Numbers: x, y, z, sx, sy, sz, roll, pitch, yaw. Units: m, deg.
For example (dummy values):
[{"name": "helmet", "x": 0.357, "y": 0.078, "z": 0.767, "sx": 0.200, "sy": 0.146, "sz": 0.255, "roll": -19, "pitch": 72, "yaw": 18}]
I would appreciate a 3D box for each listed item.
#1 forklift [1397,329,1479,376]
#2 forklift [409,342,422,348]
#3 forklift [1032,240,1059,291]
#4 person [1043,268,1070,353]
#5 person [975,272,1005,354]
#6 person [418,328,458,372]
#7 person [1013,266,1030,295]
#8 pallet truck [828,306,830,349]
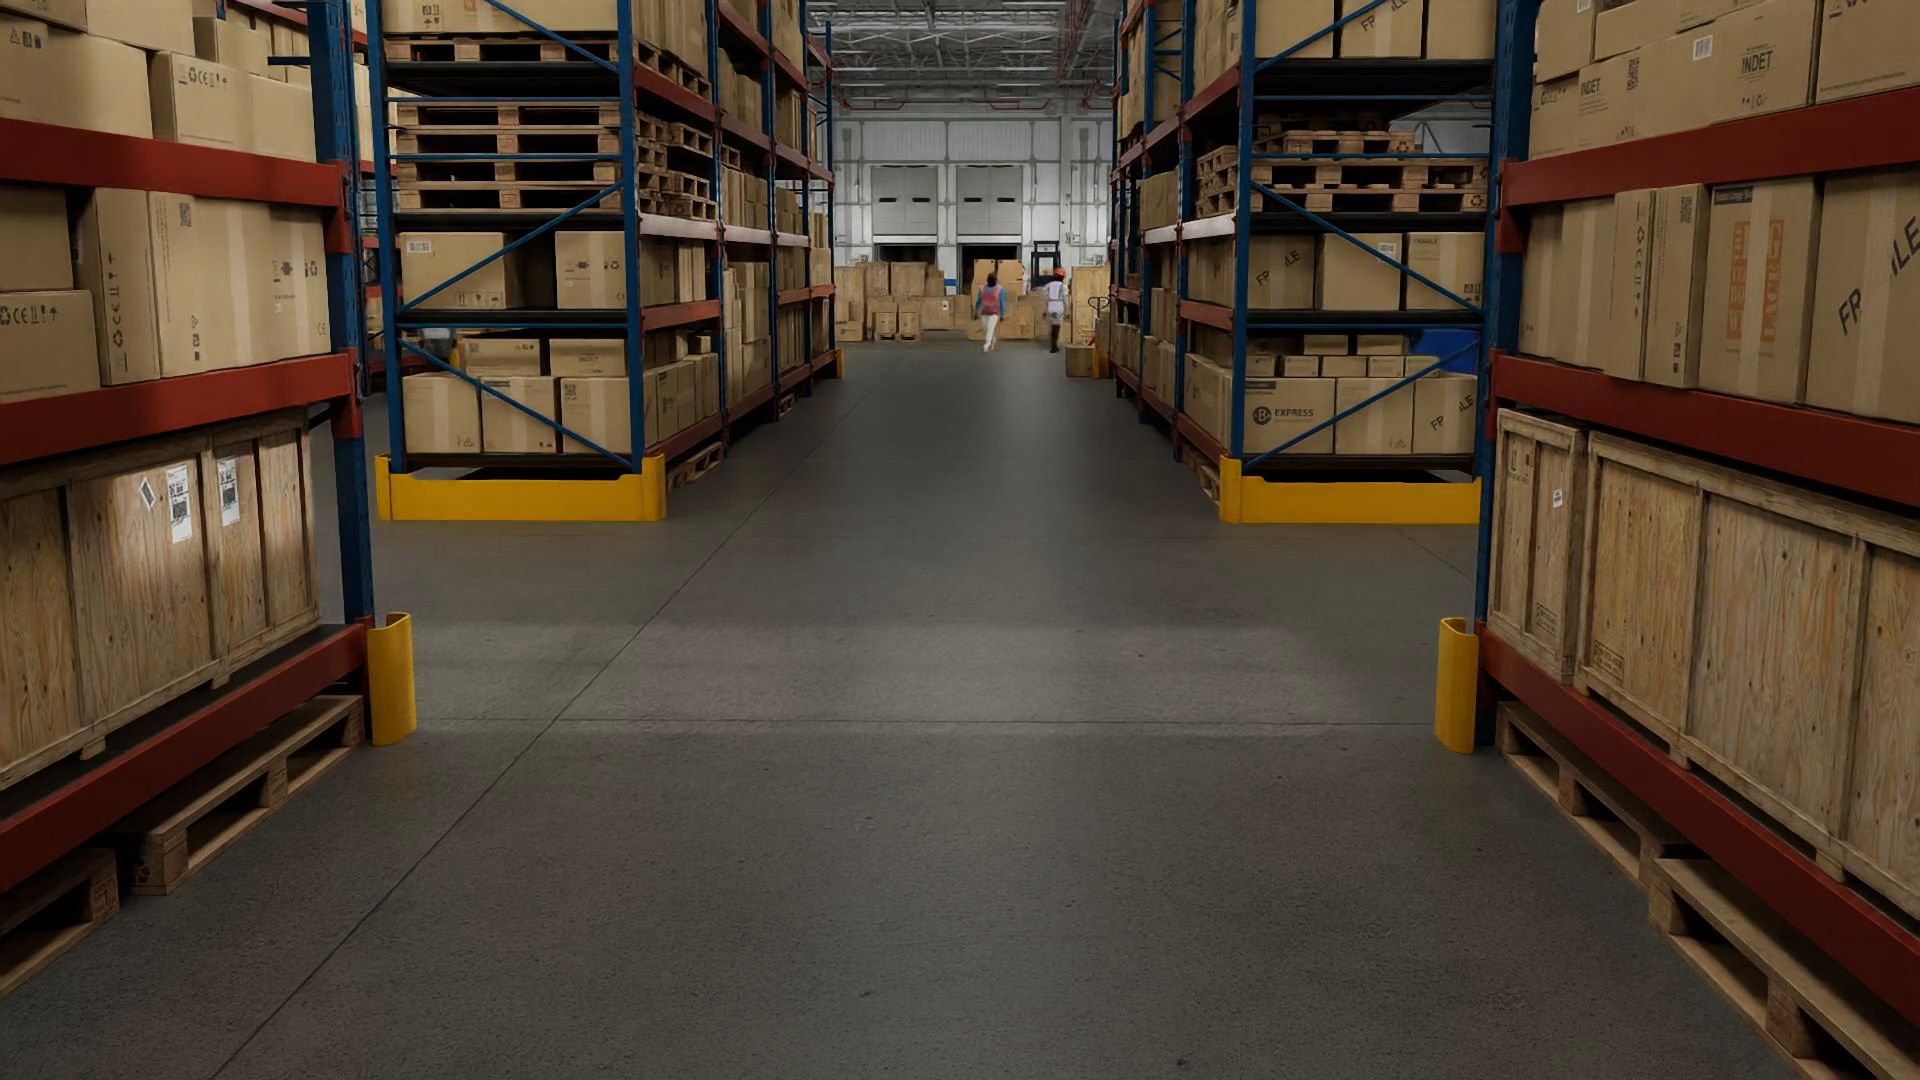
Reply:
[{"name": "forklift", "x": 6.380, "y": -3.357, "z": 23.673, "sx": 1.873, "sy": 2.768, "sz": 1.129, "roll": 0, "pitch": 9, "yaw": 1}, {"name": "forklift", "x": -13.105, "y": -5.957, "z": 39.247, "sx": 1.129, "sy": 2.768, "sz": 1.873, "roll": 0, "pitch": 9, "yaw": 1}, {"name": "forklift", "x": 3.172, "y": -9.648, "z": 61.356, "sx": 1.129, "sy": 2.768, "sz": 1.873, "roll": 0, "pitch": 9, "yaw": 1}, {"name": "person", "x": 2.198, "y": -5.167, "z": 37.476, "sx": 0.625, "sy": 1.886, "sz": 0.820, "roll": 6, "pitch": 11, "yaw": 30}, {"name": "person", "x": 0.690, "y": -5.064, "z": 37.116, "sx": 0.666, "sy": 1.806, "sz": 0.798, "roll": 3, "pitch": 10, "yaw": 19}, {"name": "person", "x": -7.794, "y": -3.064, "z": 24.781, "sx": 0.551, "sy": 1.922, "sz": 0.515, "roll": 0, "pitch": 9, "yaw": -1}, {"name": "person", "x": 2.081, "y": -8.350, "z": 56.390, "sx": 0.636, "sy": 1.939, "sz": 0.364, "roll": -3, "pitch": 10, "yaw": -18}, {"name": "pallet truck", "x": -3.100, "y": -3.940, "z": 29.800, "sx": 1.885, "sy": 1.965, "sz": 0.823, "roll": 3, "pitch": 10, "yaw": 19}]
